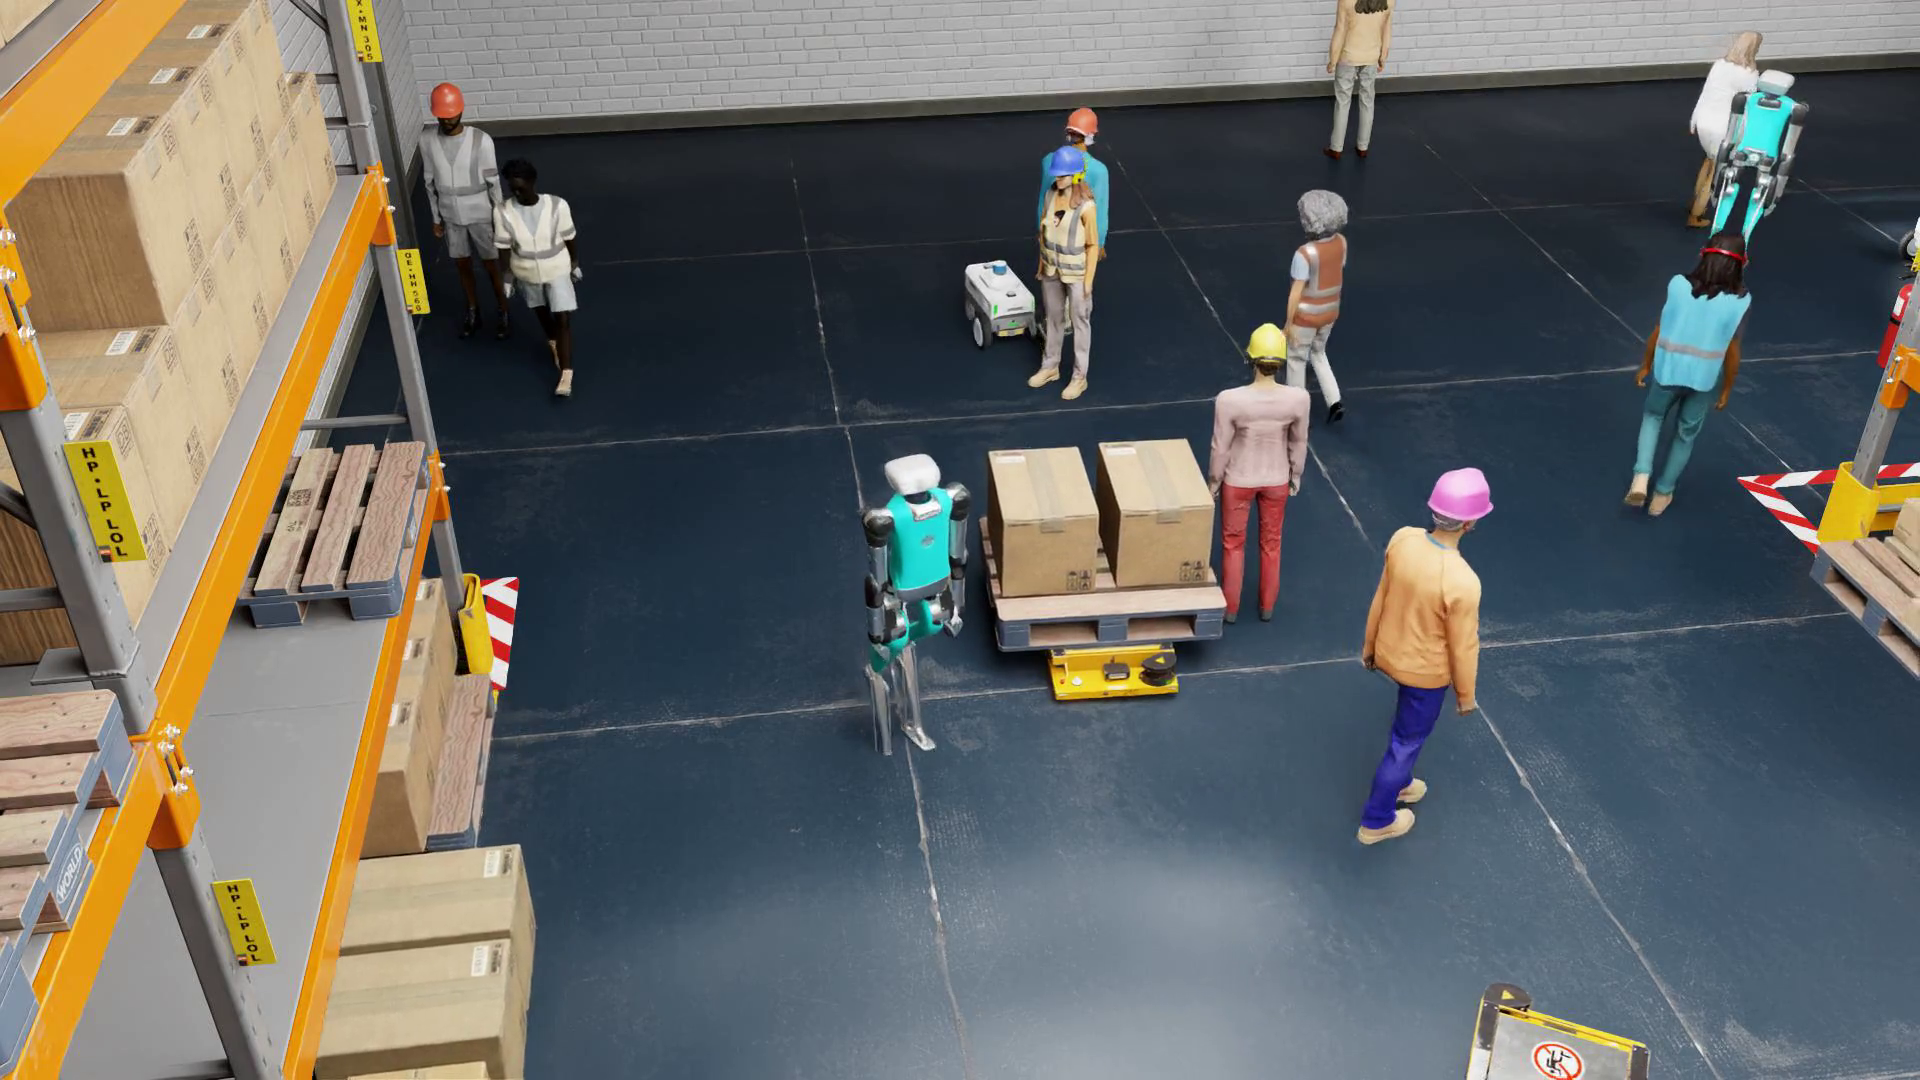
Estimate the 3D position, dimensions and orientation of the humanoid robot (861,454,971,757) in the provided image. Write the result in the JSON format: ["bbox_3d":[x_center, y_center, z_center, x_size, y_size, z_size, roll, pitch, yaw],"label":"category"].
[{"bbox_3d":[-0.300,0.312,8.059,0.542,1.821,0.684,-18,37,-25],"label":"humanoid robot"}]

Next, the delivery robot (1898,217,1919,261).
[{"bbox_3d":[8.006,-2.418,13.270,0.739,0.566,0.499,-5,33,-7],"label":"delivery robot"}]

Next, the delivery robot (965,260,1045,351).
[{"bbox_3d":[0.299,-1.754,12.296,0.499,0.613,0.807,-10,34,-15],"label":"delivery robot"}]

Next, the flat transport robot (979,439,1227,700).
[{"bbox_3d":[0.754,0.377,9.275,0.659,0.231,1.431,-3,33,-5],"label":"flat transport robot"}]

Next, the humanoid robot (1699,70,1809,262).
[{"bbox_3d":[5.818,-2.543,12.405,0.531,1.798,0.692,20,38,28],"label":"humanoid robot"}]

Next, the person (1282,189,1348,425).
[{"bbox_3d":[2.317,-1.456,10.787,0.471,1.672,0.438,-19,38,-27],"label":"person"}]

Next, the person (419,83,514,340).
[{"bbox_3d":[-3.535,-2.330,11.913,0.547,1.929,0.388,3,33,5],"label":"person"}]

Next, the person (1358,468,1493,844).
[{"bbox_3d":[2.131,0.534,7.482,0.628,1.962,0.542,-14,36,-21],"label":"person"}]

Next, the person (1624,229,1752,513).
[{"bbox_3d":[4.297,-0.957,9.868,0.555,1.855,0.482,19,38,27],"label":"person"}]

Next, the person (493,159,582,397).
[{"bbox_3d":[-2.872,-1.810,11.355,0.545,1.636,0.895,-3,33,-5],"label":"person"}]

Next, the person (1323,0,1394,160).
[{"bbox_3d":[3.623,-4.383,15.102,0.567,1.874,0.394,-5,33,-7],"label":"person"}]

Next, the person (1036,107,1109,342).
[{"bbox_3d":[0.767,-2.204,11.890,0.594,1.726,0.608,26,41,34],"label":"person"}]

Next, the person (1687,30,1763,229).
[{"bbox_3d":[6.370,-3.413,13.818,0.527,1.641,0.522,-17,37,-24],"label":"person"}]

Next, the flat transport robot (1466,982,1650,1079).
[{"bbox_3d":[2.208,2.322,6.294,0.659,0.231,1.431,13,35,19],"label":"flat transport robot"}]

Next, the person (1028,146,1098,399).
[{"bbox_3d":[0.709,-1.799,11.228,0.464,1.777,0.326,27,42,35],"label":"person"}]

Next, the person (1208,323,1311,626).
[{"bbox_3d":[1.597,-0.335,9.017,0.536,1.764,0.368,-3,33,-5],"label":"person"}]
